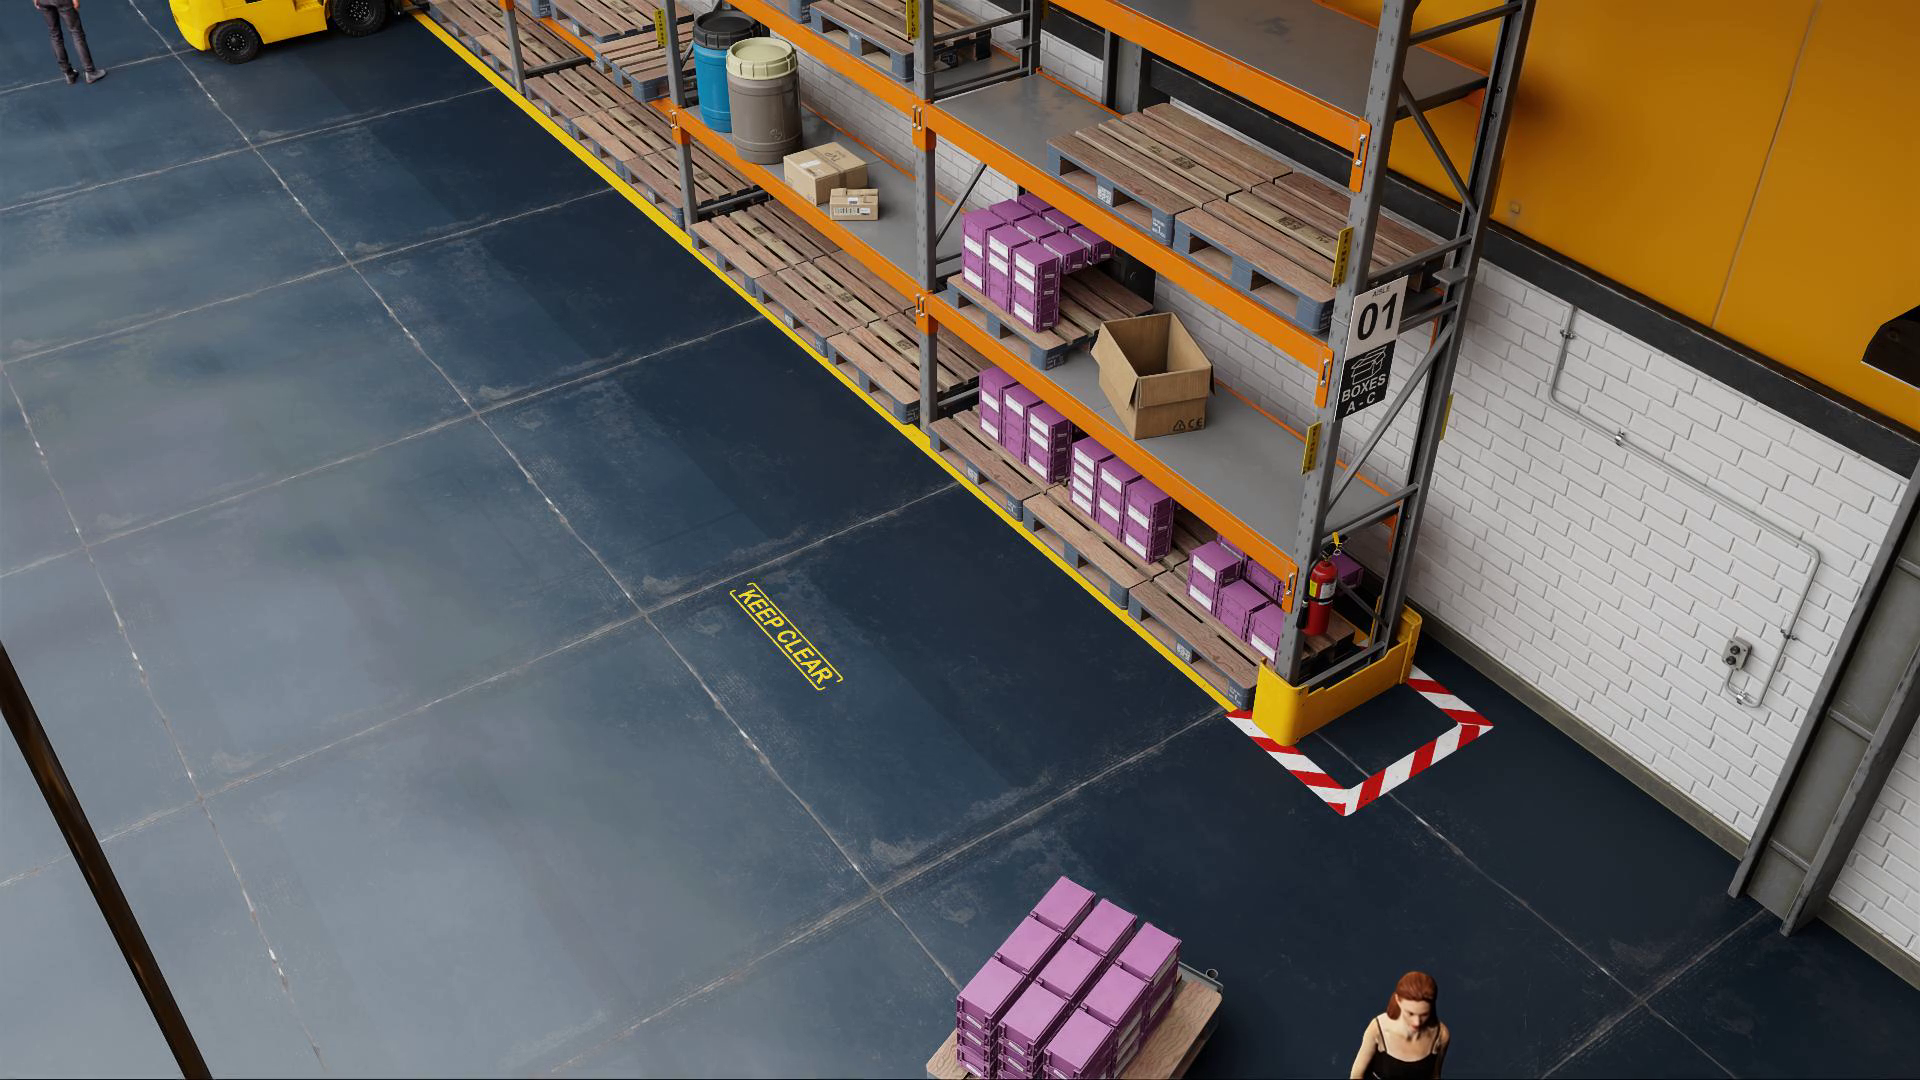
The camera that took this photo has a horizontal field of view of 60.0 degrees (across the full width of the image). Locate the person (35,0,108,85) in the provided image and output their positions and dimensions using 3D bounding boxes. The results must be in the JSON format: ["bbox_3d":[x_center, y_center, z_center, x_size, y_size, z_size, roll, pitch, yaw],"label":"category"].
[{"bbox_3d":[-9.831,-5.886,18.044,0.713,1.871,0.732,-1,39,-1],"label":"person"}]

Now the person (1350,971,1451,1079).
[{"bbox_3d":[1.985,2.552,7.676,0.676,1.625,0.719,0,39,0],"label":"person"}]
